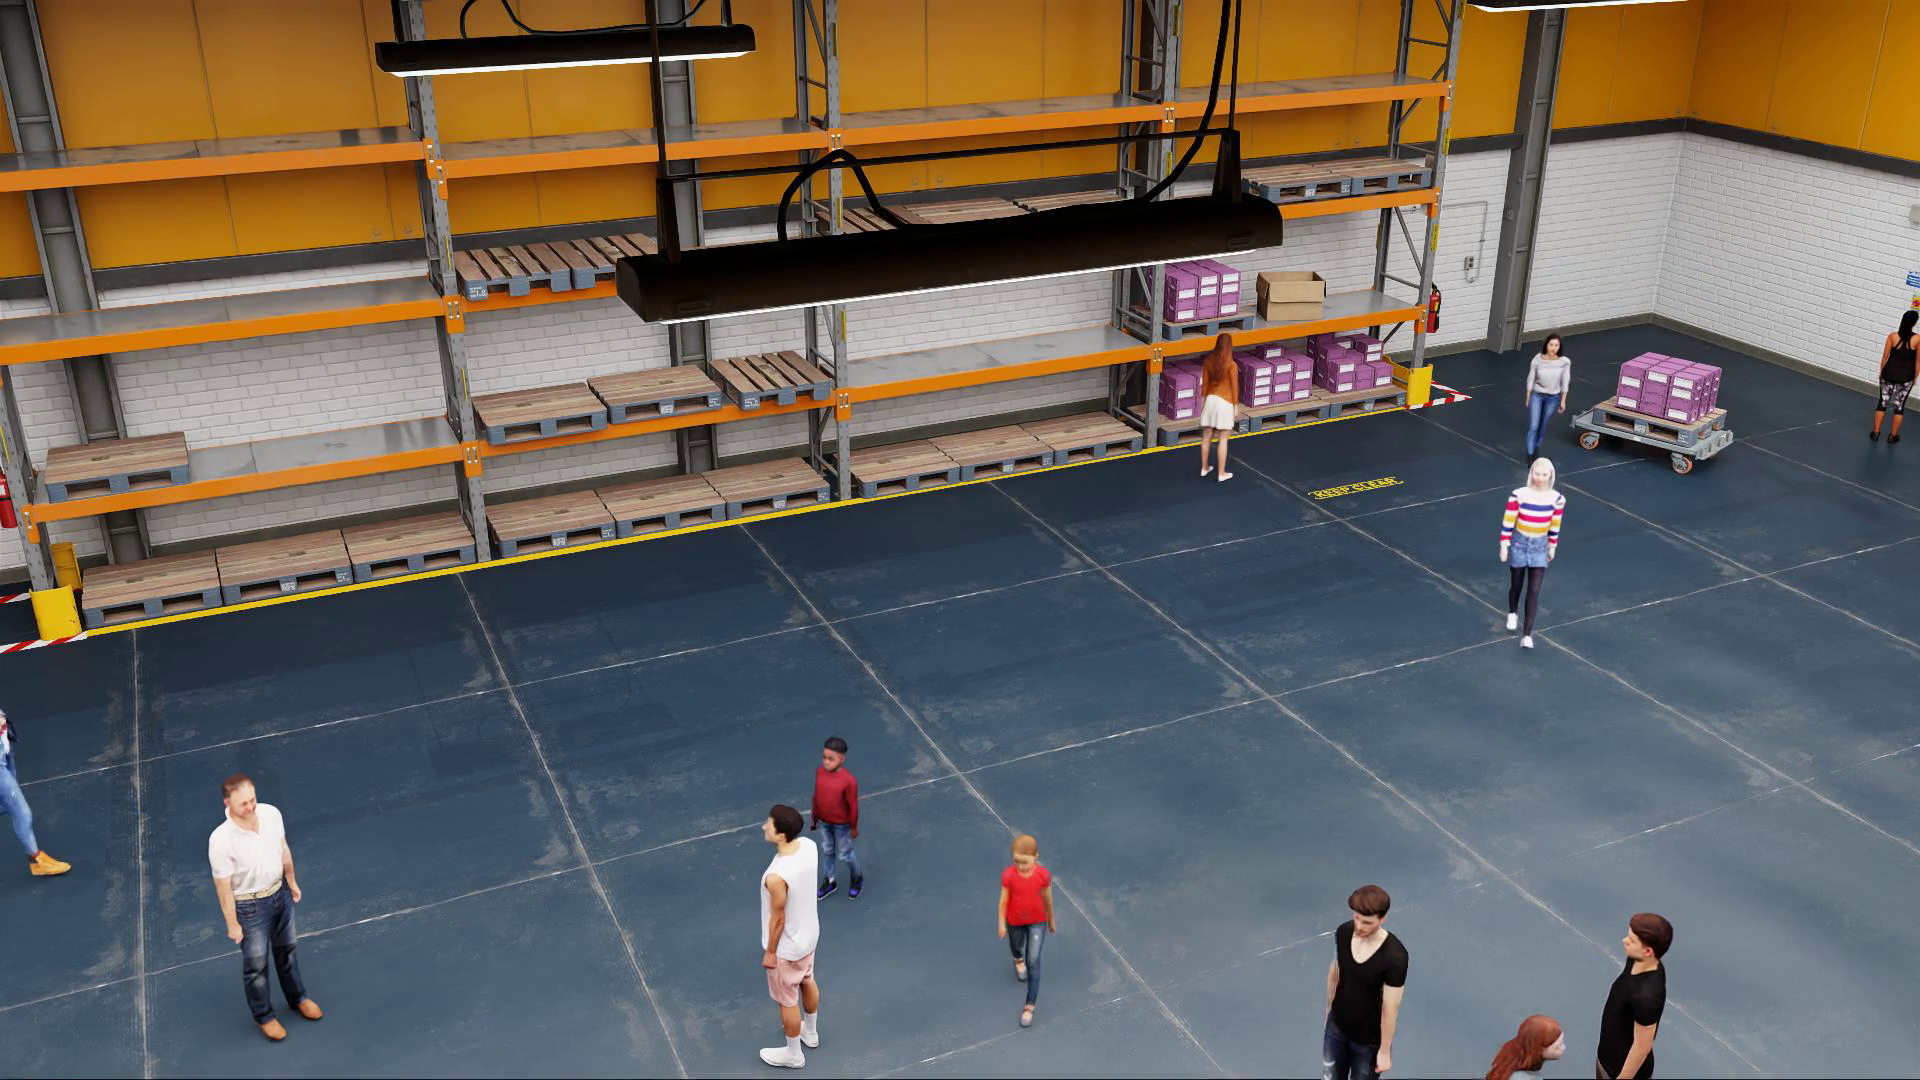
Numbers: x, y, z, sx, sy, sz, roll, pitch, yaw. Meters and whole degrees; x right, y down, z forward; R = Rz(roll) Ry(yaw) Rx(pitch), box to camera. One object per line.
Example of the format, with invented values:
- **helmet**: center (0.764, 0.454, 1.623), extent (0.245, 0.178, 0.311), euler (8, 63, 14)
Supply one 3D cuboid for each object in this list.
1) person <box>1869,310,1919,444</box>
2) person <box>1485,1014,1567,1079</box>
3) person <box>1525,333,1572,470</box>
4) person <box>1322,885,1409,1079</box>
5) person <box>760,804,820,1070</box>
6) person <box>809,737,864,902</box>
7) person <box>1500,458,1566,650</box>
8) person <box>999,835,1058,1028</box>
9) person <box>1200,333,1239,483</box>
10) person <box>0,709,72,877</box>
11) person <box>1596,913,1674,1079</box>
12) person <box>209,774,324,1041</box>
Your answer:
- **person**: center (11.393, -2.003, 20.195), extent (0.653, 1.661, 0.669), euler (15, 28, 30)
- **person**: center (2.683, 3.107, 8.474), extent (1.196, 1.688, 1.011), euler (4, 24, 8)
- **person**: center (6.843, -1.658, 19.486), extent (0.996, 1.597, 1.004), euler (5, 24, 11)
- **person**: center (2.286, 2.678, 9.217), extent (1.011, 1.877, 0.788), euler (-15, 28, -31)
- **person**: center (-1.015, 2.375, 10.017), extent (0.794, 1.792, 0.717), euler (11, 26, 23)
- **person**: center (-0.852, 1.931, 11.706), extent (0.622, 1.253, 0.671), euler (16, 29, 33)
- **person**: center (5.227, 0.077, 15.313), extent (1.108, 1.761, 1.154), euler (7, 25, 15)
- **person**: center (0.423, 2.380, 10.635), extent (0.919, 1.288, 0.866), euler (1, 24, 2)
- **person**: center (2.959, -1.533, 19.049), extent (0.692, 1.718, 0.694), euler (19, 30, 37)
- **person**: center (-6.912, 1.671, 11.756), extent (1.150, 1.688, 0.811), euler (-4, 24, -8)
- **person**: center (3.592, 2.798, 8.962), extent (0.791, 1.862, 0.759), euler (5, 24, 12)
- **person**: center (-4.347, 2.224, 10.295), extent (0.821, 1.847, 0.717), euler (14, 27, 29)
